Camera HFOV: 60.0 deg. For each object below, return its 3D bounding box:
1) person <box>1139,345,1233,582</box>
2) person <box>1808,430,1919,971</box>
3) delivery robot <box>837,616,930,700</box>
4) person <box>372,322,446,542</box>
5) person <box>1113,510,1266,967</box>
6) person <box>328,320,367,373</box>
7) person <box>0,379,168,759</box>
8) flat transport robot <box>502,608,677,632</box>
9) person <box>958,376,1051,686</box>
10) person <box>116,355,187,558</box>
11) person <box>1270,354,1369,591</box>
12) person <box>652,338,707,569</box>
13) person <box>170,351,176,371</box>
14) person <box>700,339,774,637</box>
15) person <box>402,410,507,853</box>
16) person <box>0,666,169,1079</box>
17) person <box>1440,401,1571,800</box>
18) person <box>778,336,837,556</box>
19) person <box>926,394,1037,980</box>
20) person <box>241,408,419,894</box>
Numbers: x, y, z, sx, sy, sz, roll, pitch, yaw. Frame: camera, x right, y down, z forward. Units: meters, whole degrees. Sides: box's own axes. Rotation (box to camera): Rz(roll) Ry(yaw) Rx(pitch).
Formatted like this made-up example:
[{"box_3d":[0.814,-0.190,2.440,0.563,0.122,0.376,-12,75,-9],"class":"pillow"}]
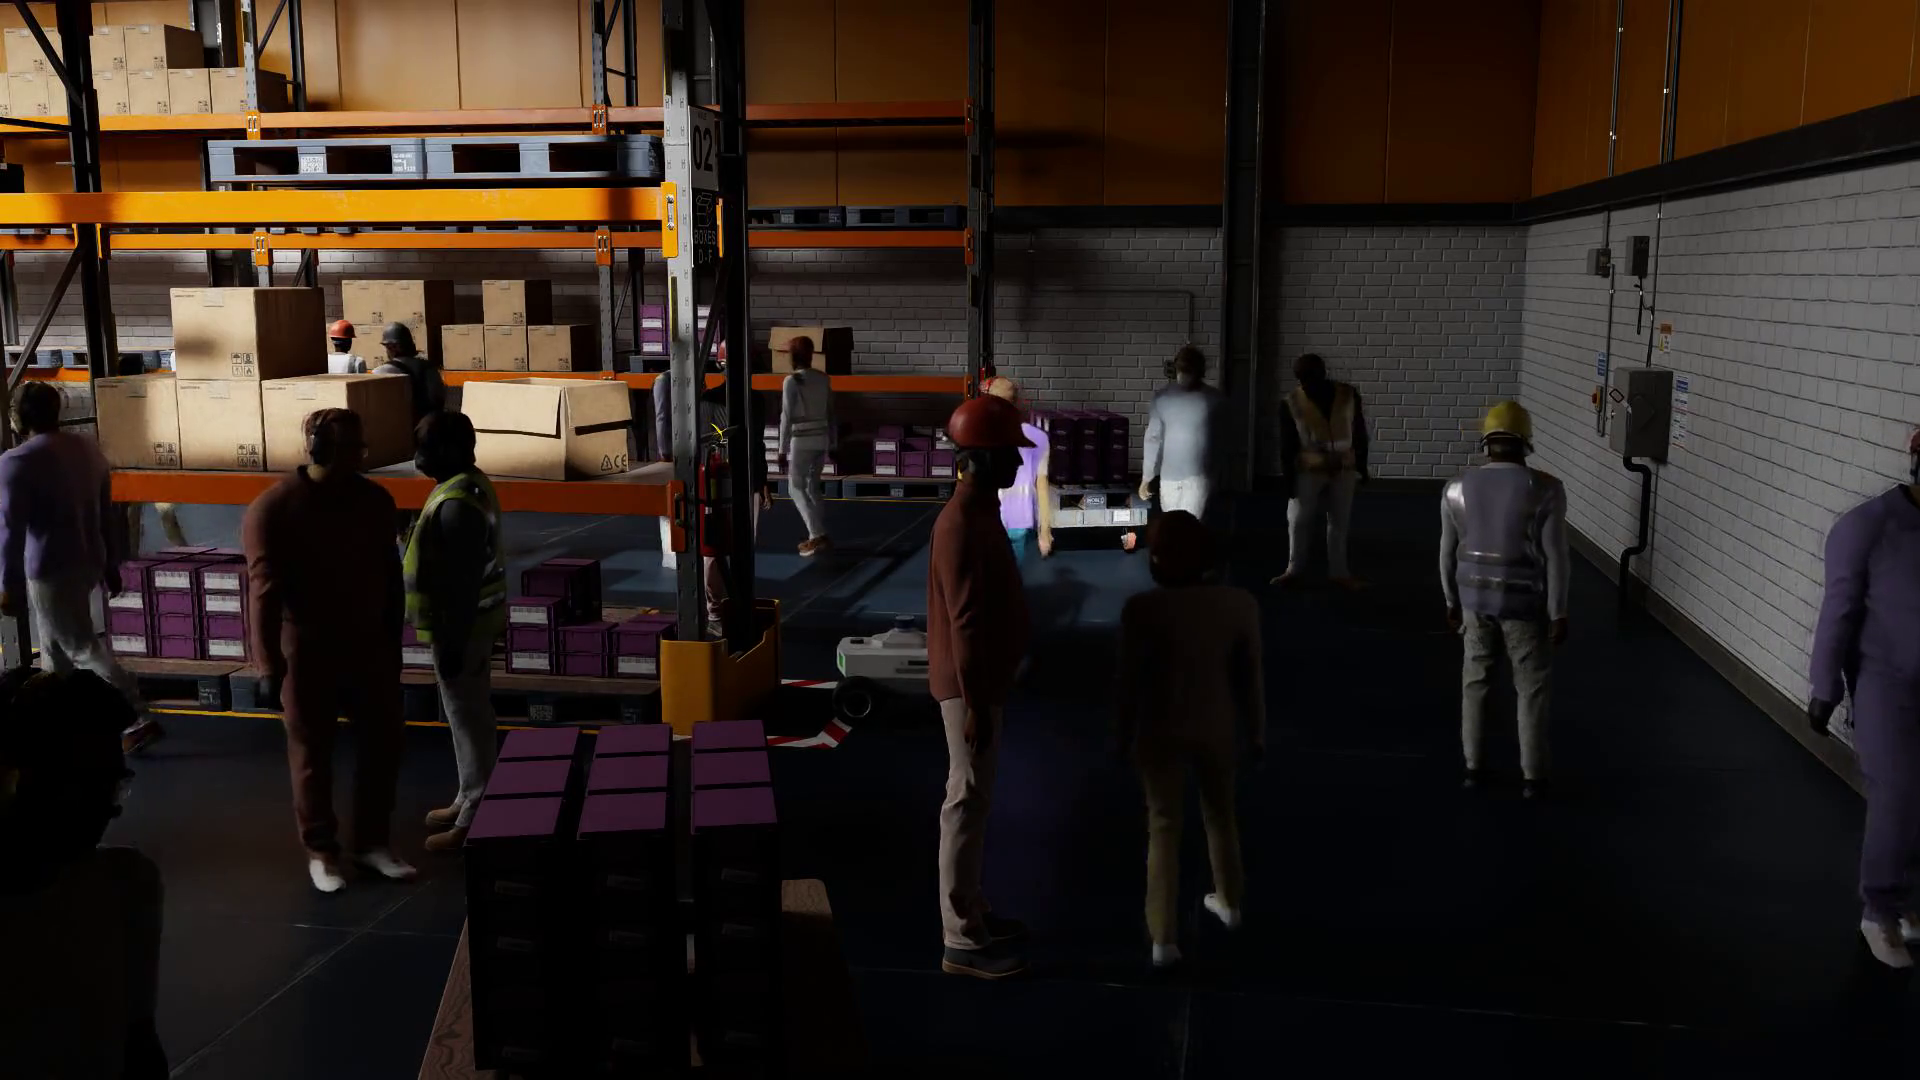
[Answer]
[{"box_3d":[1.664,-0.447,11.901,0.634,1.908,0.933,7,12,37],"class":"person"},{"box_3d":[3.376,0.543,5.783,0.678,1.885,0.662,-1,9,-5],"class":"person"},{"box_3d":[-0.295,0.651,8.950,0.707,0.478,0.477,1,9,3],"class":"delivery robot"},{"box_3d":[-4.838,-0.930,14.453,1.039,2.000,0.696,6,11,32],"class":"person"},{"box_3d":[0.813,0.681,5.864,0.553,1.600,0.694,-1,9,-4],"class":"person"},{"box_3d":[-6.080,-1.206,16.484,0.542,1.939,0.362,1,9,6],"class":"person"},{"box_3d":[-4.397,0.149,8.246,1.005,1.899,0.644,2,9,12],"class":"person"},{"box_3d":[-2.504,0.570,10.621,1.431,0.197,0.652,2,9,10],"class":"flat transport robot"},{"box_3d":[0.279,-0.061,9.814,0.568,1.811,0.859,-5,10,-27],"class":"person"},{"box_3d":[-5.989,-0.450,12.248,1.017,1.795,0.606,7,12,39],"class":"person"},{"box_3d":[2.745,-0.495,12.512,0.705,1.806,0.433,0,9,-2],"class":"person"},{"box_3d":[-2.246,-0.743,13.583,0.404,1.945,0.615,5,10,27],"class":"person"},{"box_3d":[-8.378,-1.467,18.279,0.356,1.883,0.574,6,11,32],"class":"person"},{"box_3d":[-1.487,-0.361,11.065,0.379,1.996,0.609,7,11,37],"class":"person"},{"box_3d":[-2.116,0.375,6.975,0.429,1.844,0.623,-2,9,-14],"class":"person"},{"box_3d":[-1.446,1.102,2.504,0.459,1.835,0.570,4,10,25],"class":"person"},{"box_3d":[2.498,0.275,7.660,0.624,1.822,0.411,8,12,40],"class":"person"},{"box_3d":[-1.247,-0.801,14.186,0.521,1.873,0.603,6,11,35],"class":"person"},{"box_3d":[0.071,0.495,5.752,0.376,1.996,0.608,1,9,3],"class":"person"},{"box_3d":[-2.414,0.440,6.431,0.490,1.891,0.700,9,13,44],"class":"person"}]
